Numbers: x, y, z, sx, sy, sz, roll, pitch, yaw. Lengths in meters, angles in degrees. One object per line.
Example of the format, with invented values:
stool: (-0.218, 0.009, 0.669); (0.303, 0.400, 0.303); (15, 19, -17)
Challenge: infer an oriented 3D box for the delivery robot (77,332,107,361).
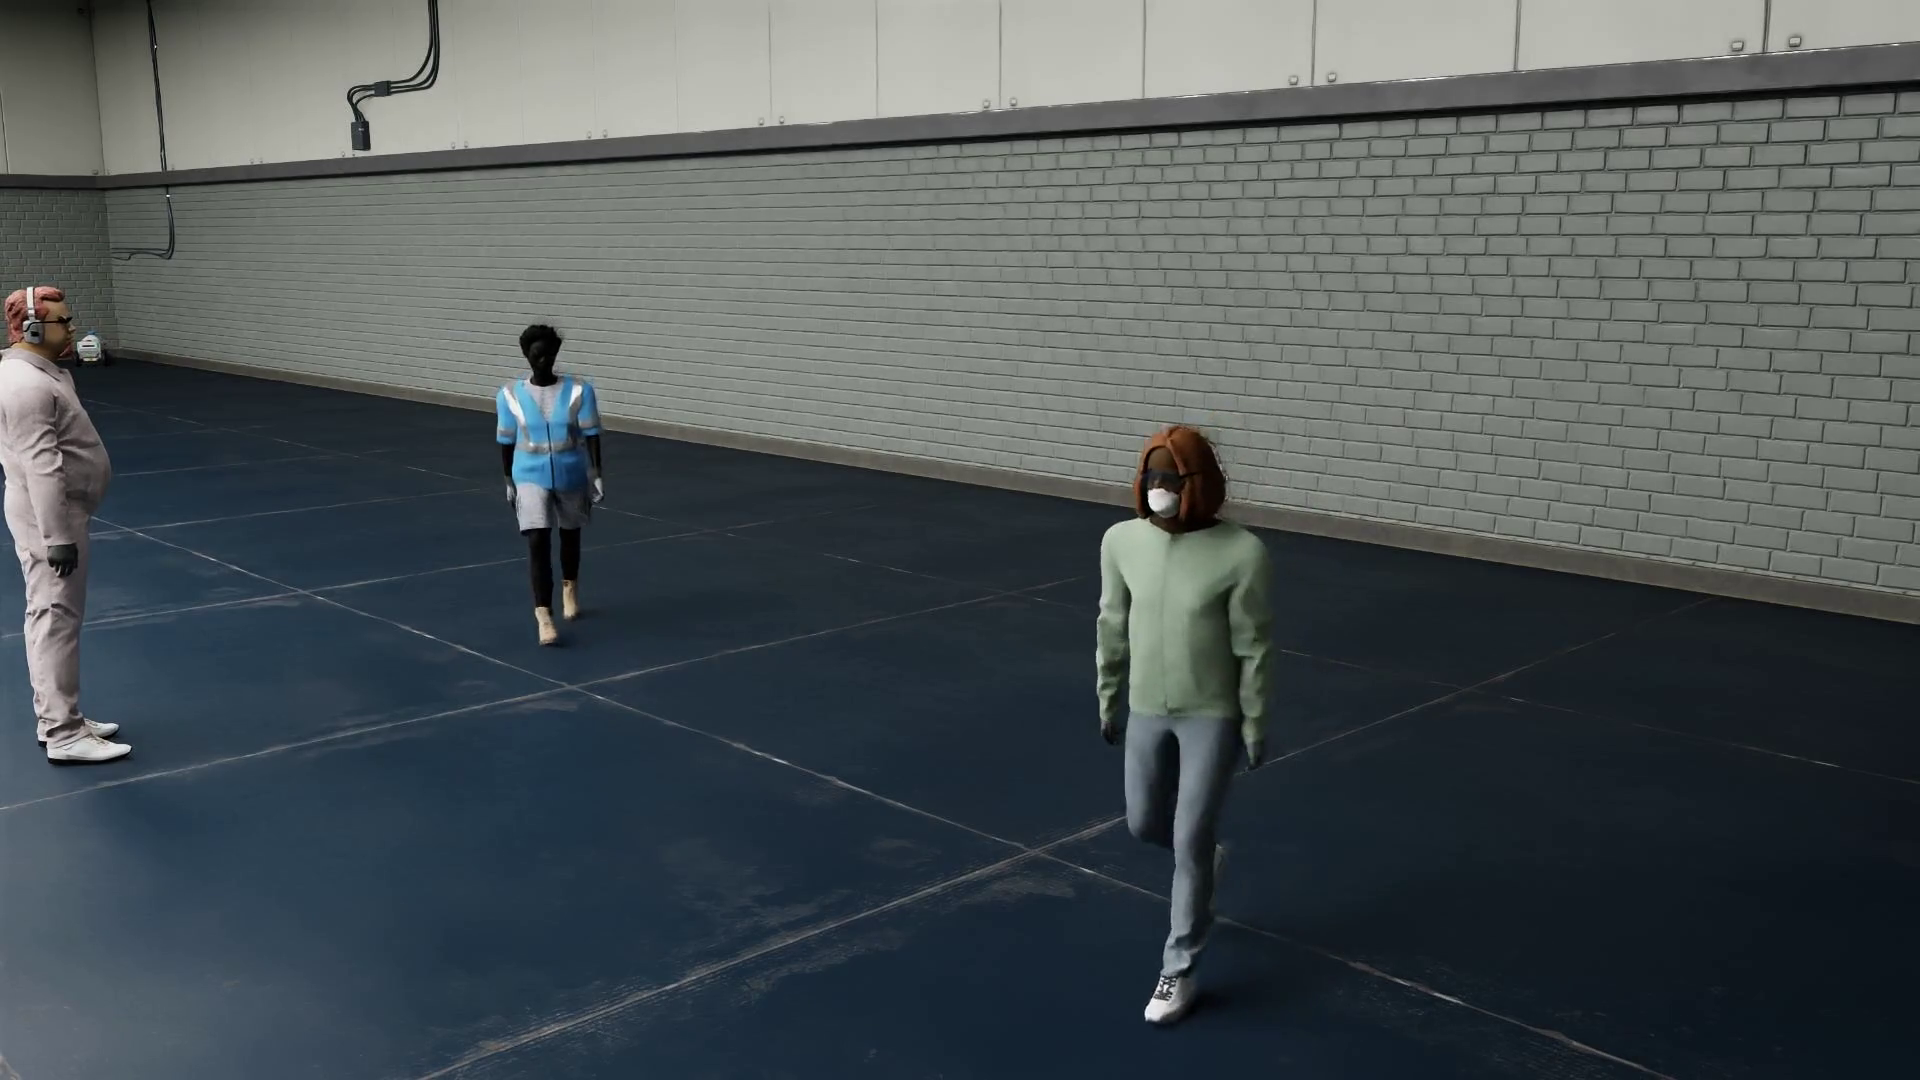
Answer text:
delivery robot: (-14.189, -3.161, 27.182); (0.477, 0.478, 0.707); (-4, 11, -19)

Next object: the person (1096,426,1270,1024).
person: (0.649, 0.468, 4.653); (0.509, 1.615, 0.632); (6, 12, 32)

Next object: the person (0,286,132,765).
person: (-3.646, -0.062, 6.731); (0.409, 1.908, 0.639); (-6, 12, -31)

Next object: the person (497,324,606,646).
person: (-2.181, -0.328, 8.881); (0.544, 1.656, 0.882); (-3, 11, -16)
